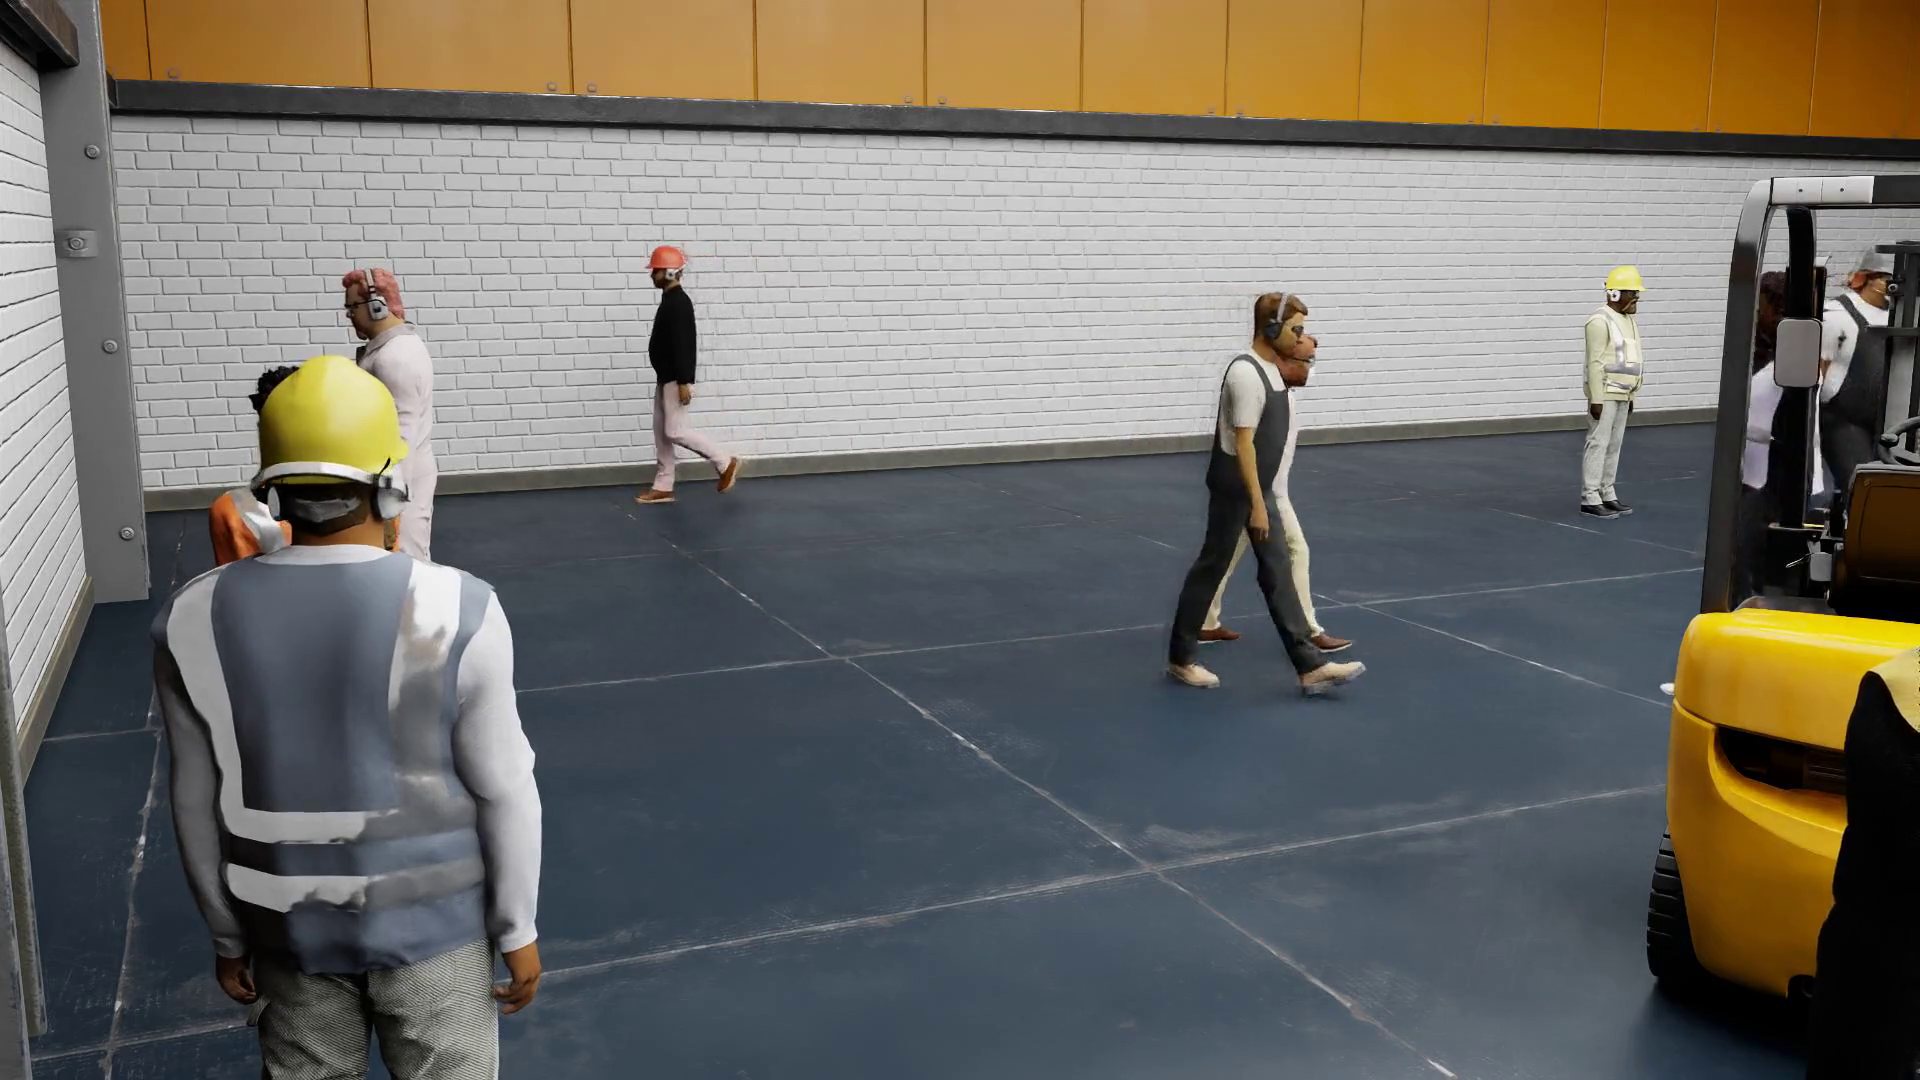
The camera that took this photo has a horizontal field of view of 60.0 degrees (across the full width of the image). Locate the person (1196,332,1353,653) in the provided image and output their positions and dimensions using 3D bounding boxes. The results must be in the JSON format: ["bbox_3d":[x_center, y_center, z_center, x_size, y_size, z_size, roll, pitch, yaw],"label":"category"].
[{"bbox_3d":[1.537,-0.226,8.131,0.733,1.572,0.527,-1,10,-4],"label":"person"}]

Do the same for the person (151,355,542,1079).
[{"bbox_3d":[-0.983,0.614,2.783,0.590,1.837,0.404,0,10,1],"label":"person"}]

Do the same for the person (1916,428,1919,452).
[{"bbox_3d":[4.447,-0.285,7.605,0.699,1.893,0.479,-10,14,-43],"label":"person"}]

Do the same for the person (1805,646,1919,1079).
[{"bbox_3d":[1.341,0.735,2.104,0.635,1.840,0.429,-1,10,-6],"label":"person"}]

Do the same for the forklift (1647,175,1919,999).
[{"bbox_3d":[2.810,0.094,4.662,1.214,2.155,2.313,7,12,34],"label":"forklift"}]

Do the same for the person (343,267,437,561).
[{"bbox_3d":[-2.438,-0.203,7.110,0.405,1.903,0.636,-3,11,-14],"label":"person"}]

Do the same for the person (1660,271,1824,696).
[{"bbox_3d":[3.576,-0.216,7.217,0.820,1.892,0.604,2,11,12],"label":"person"}]

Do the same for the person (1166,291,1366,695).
[{"bbox_3d":[1.352,-0.192,7.350,0.955,1.782,0.559,6,12,30],"label":"person"}]

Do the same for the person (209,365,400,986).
[{"bbox_3d":[-1.733,0.379,4.490,0.321,1.690,0.527,8,13,38],"label":"person"}]

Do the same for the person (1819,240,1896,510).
[{"bbox_3d":[5.160,-0.696,9.440,0.706,2.000,0.597,-3,11,-17],"label":"person"}]

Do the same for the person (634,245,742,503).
[{"bbox_3d":[-2.113,-1.256,12.713,0.741,1.974,0.621,-3,11,-17],"label":"person"}]

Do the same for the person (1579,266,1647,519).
[{"bbox_3d":[4.745,-1.070,12.095,0.593,1.825,0.403,-10,14,-44],"label":"person"}]
